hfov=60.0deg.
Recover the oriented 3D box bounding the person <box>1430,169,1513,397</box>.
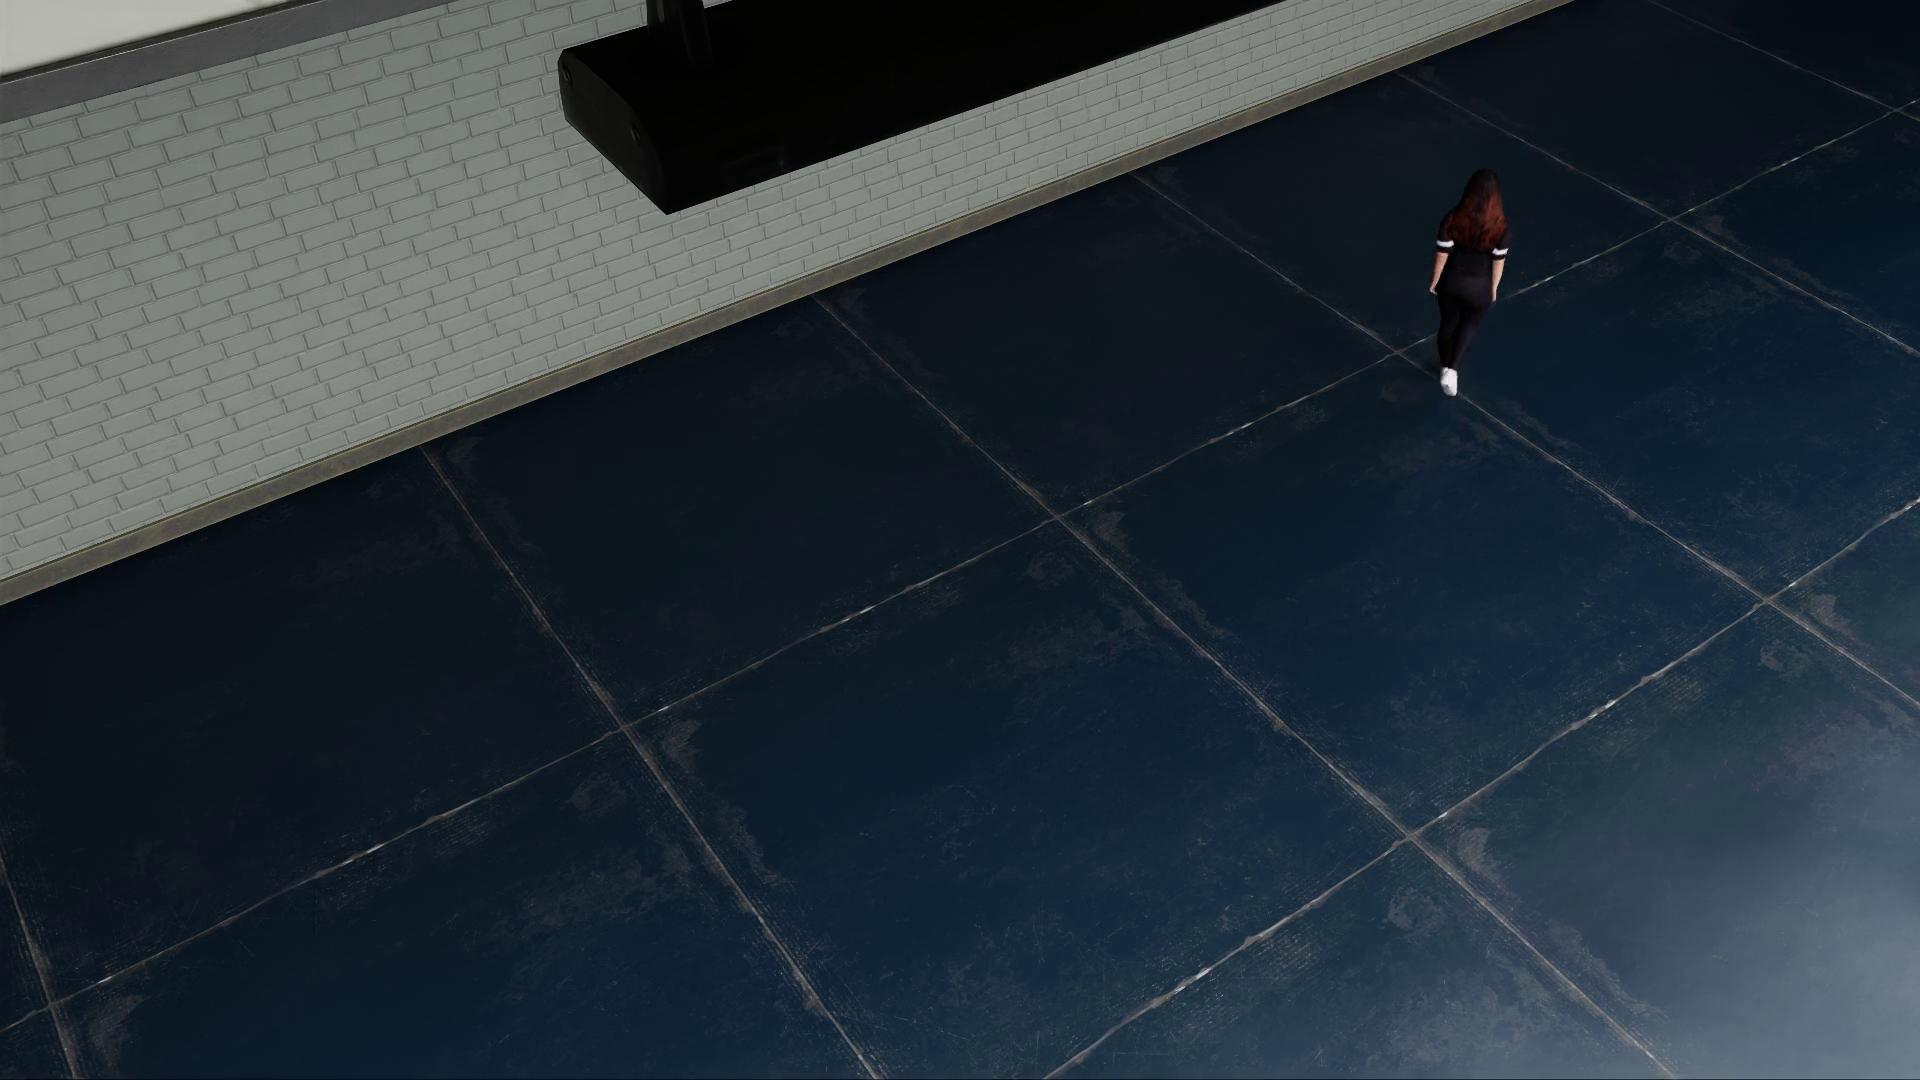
[{"bbox_3d":[3.270,-1.612,10.777,0.916,1.625,0.940,12,44,13],"label":"person"}]
